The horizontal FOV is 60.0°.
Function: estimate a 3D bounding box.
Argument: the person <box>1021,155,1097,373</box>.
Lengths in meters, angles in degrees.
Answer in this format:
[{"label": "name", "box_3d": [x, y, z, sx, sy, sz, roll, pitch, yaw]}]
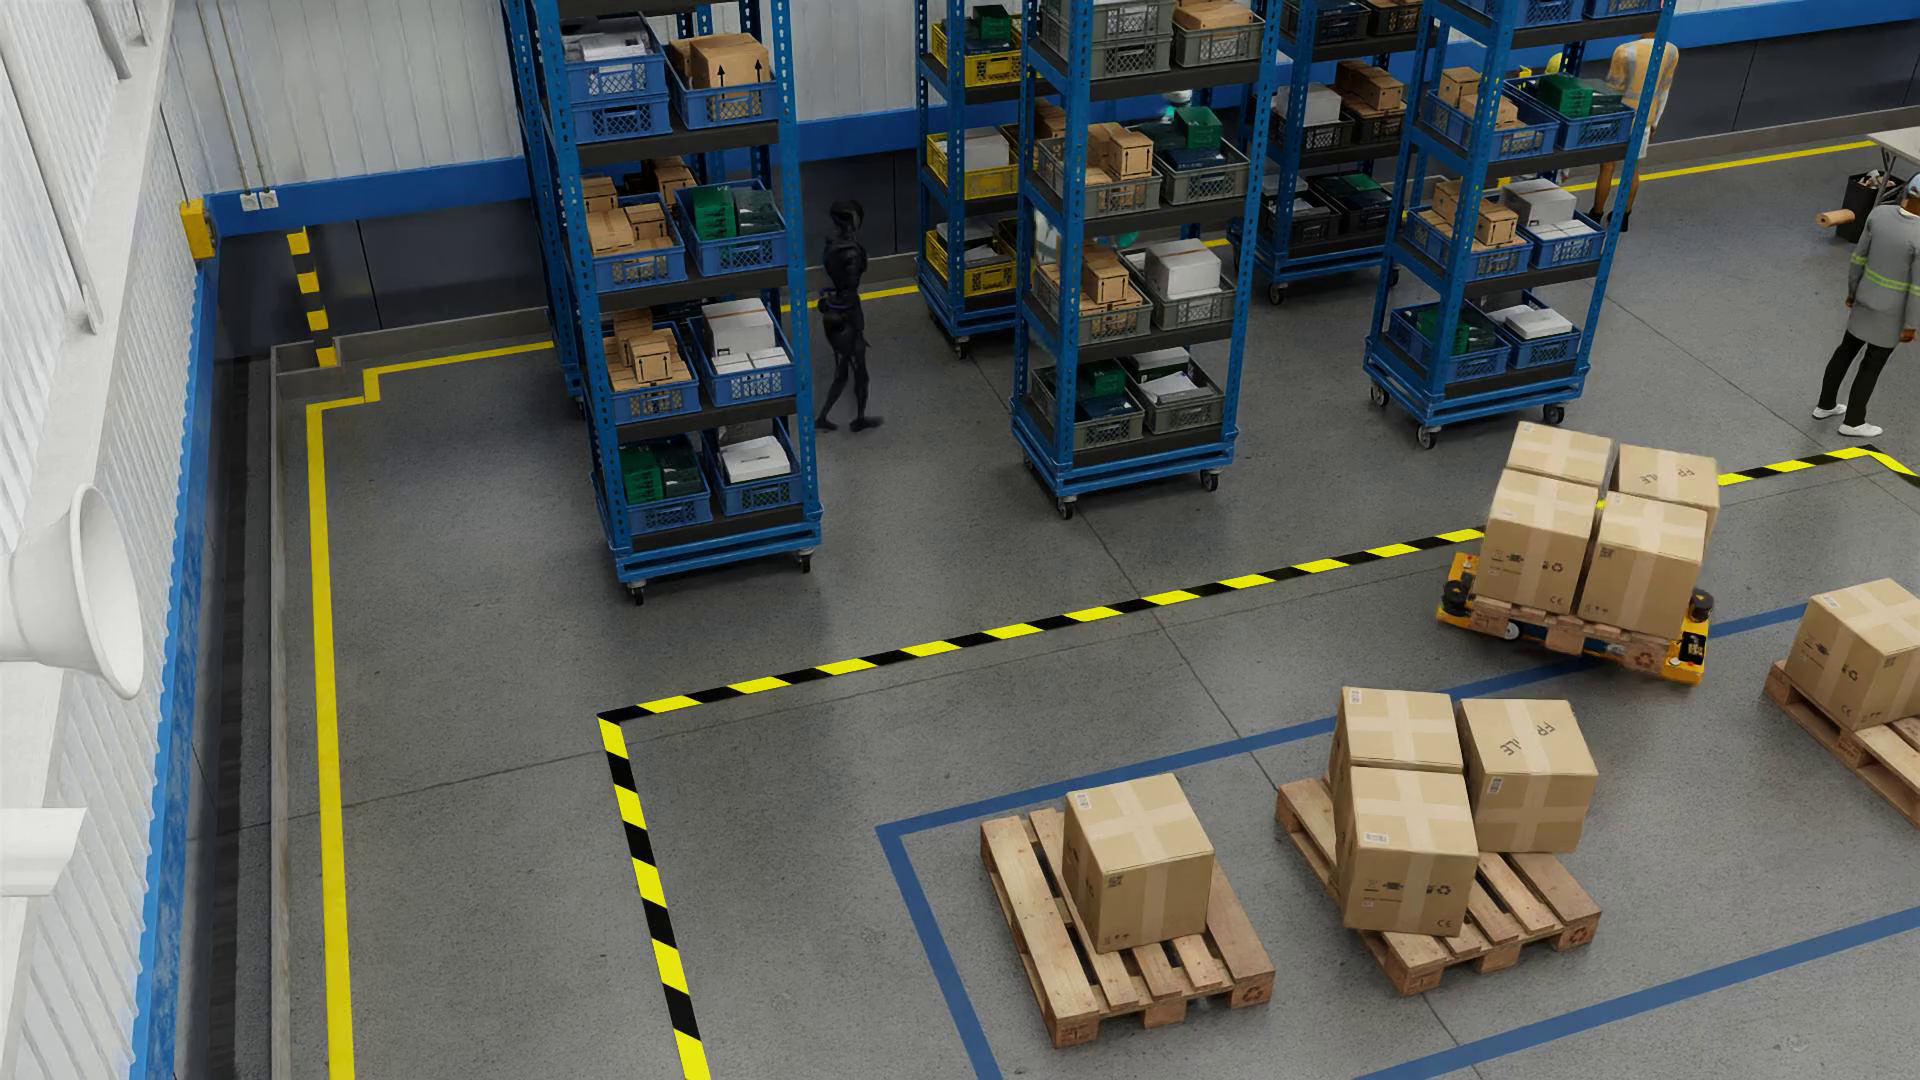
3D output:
[{"label": "person", "box_3d": [0.673, -1.728, 11.148, 0.452, 1.823, 0.592, -27, 43, -33]}]

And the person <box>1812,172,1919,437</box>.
[{"label": "person", "box_3d": [6.057, -1.546, 10.874, 0.384, 1.851, 0.596, -11, 37, -15]}]

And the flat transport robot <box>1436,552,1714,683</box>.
[{"label": "flat transport robot", "box_3d": [3.511, 0.377, 9.496, 1.431, 0.197, 0.652, 14, 38, 19]}]

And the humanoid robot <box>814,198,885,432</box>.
[{"label": "humanoid robot", "box_3d": [-0.766, -1.426, 10.883, 0.523, 1.659, 0.586, -11, 37, -15]}]

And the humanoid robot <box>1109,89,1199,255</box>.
[{"label": "humanoid robot", "box_3d": [1.356, -2.578, 12.523, 0.808, 1.864, 0.558, 22, 41, 28]}]

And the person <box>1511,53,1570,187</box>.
[{"label": "person", "box_3d": [4.499, -2.915, 12.909, 0.485, 1.744, 0.294, 16, 38, 21]}]

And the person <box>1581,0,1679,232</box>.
[{"label": "person", "box_3d": [5.430, -3.440, 13.501, 0.538, 1.929, 0.399, -5, 35, -7]}]
